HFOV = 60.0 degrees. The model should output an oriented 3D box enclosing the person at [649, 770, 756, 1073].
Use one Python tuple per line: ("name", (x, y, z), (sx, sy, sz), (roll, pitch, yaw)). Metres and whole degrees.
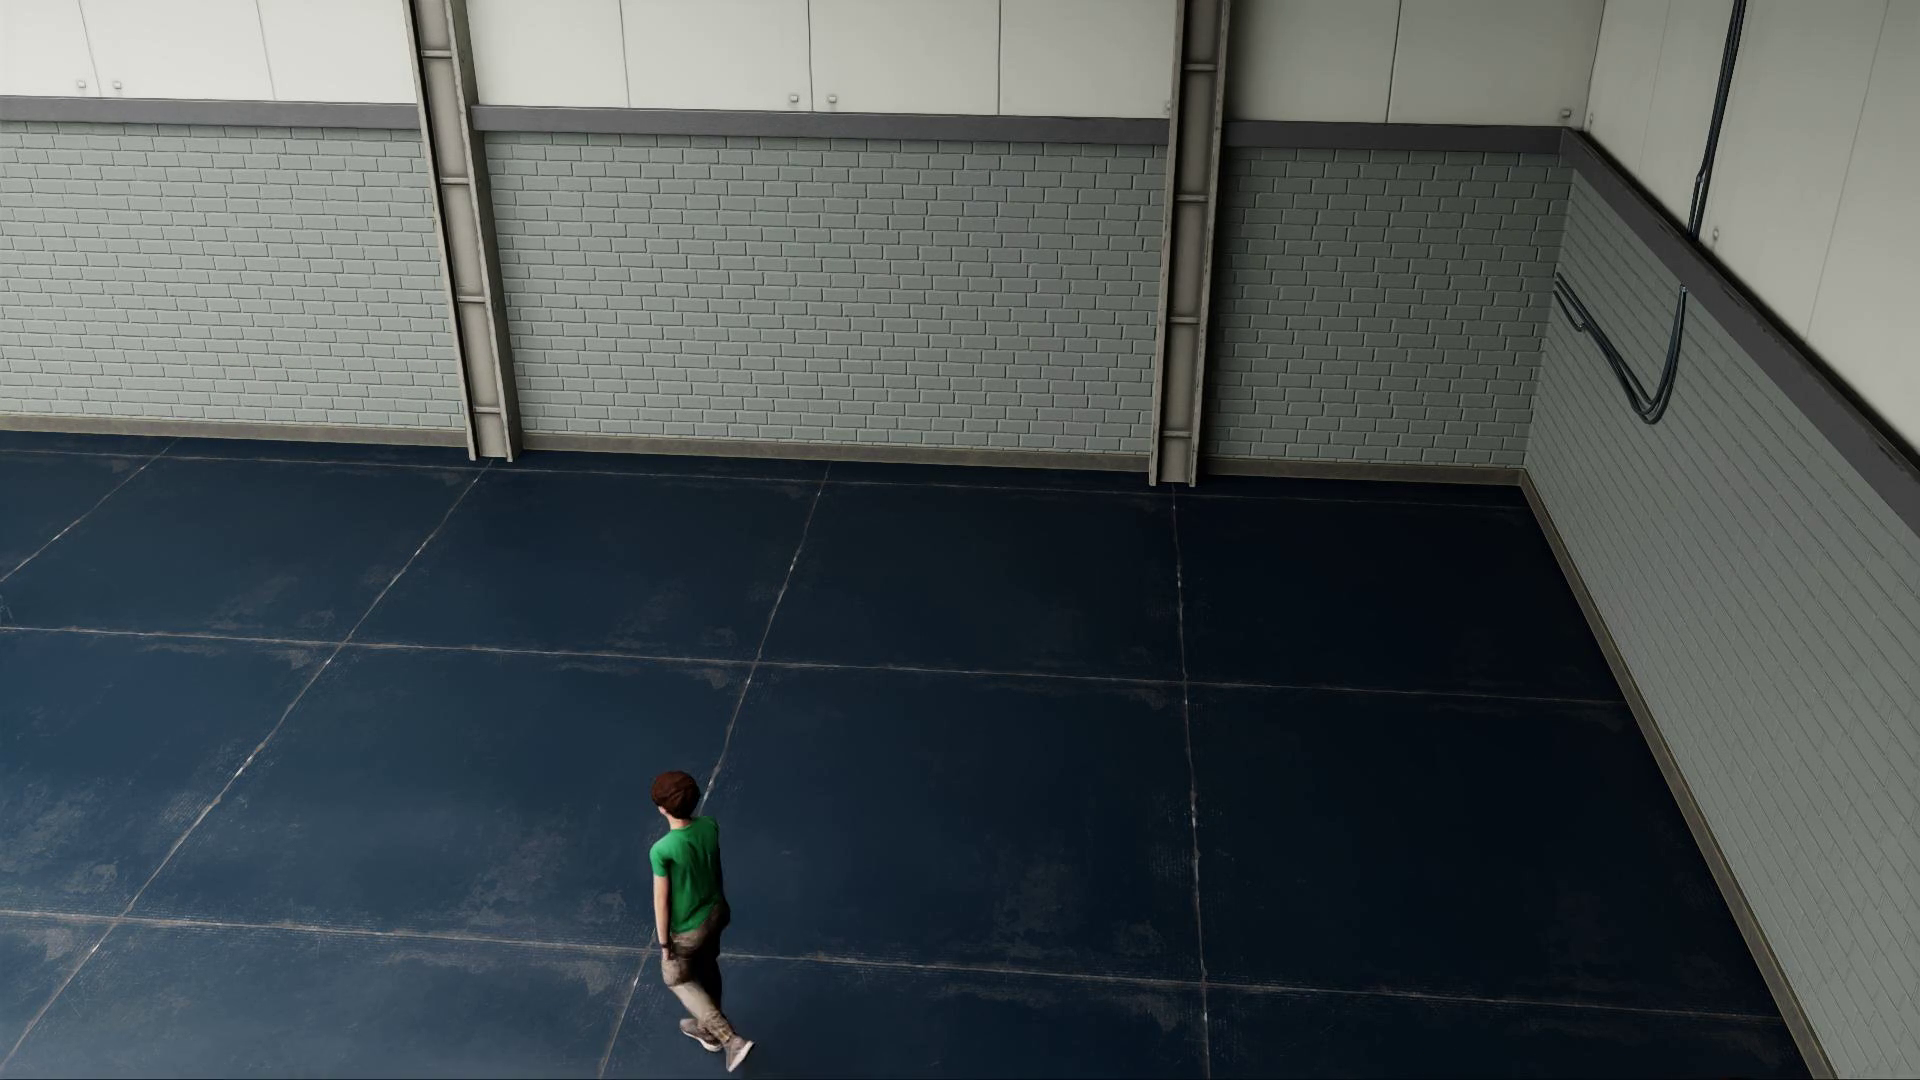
("person", (-1.205, 1.862, 7.962), (0.967, 1.630, 0.863), (22, 34, 36))
